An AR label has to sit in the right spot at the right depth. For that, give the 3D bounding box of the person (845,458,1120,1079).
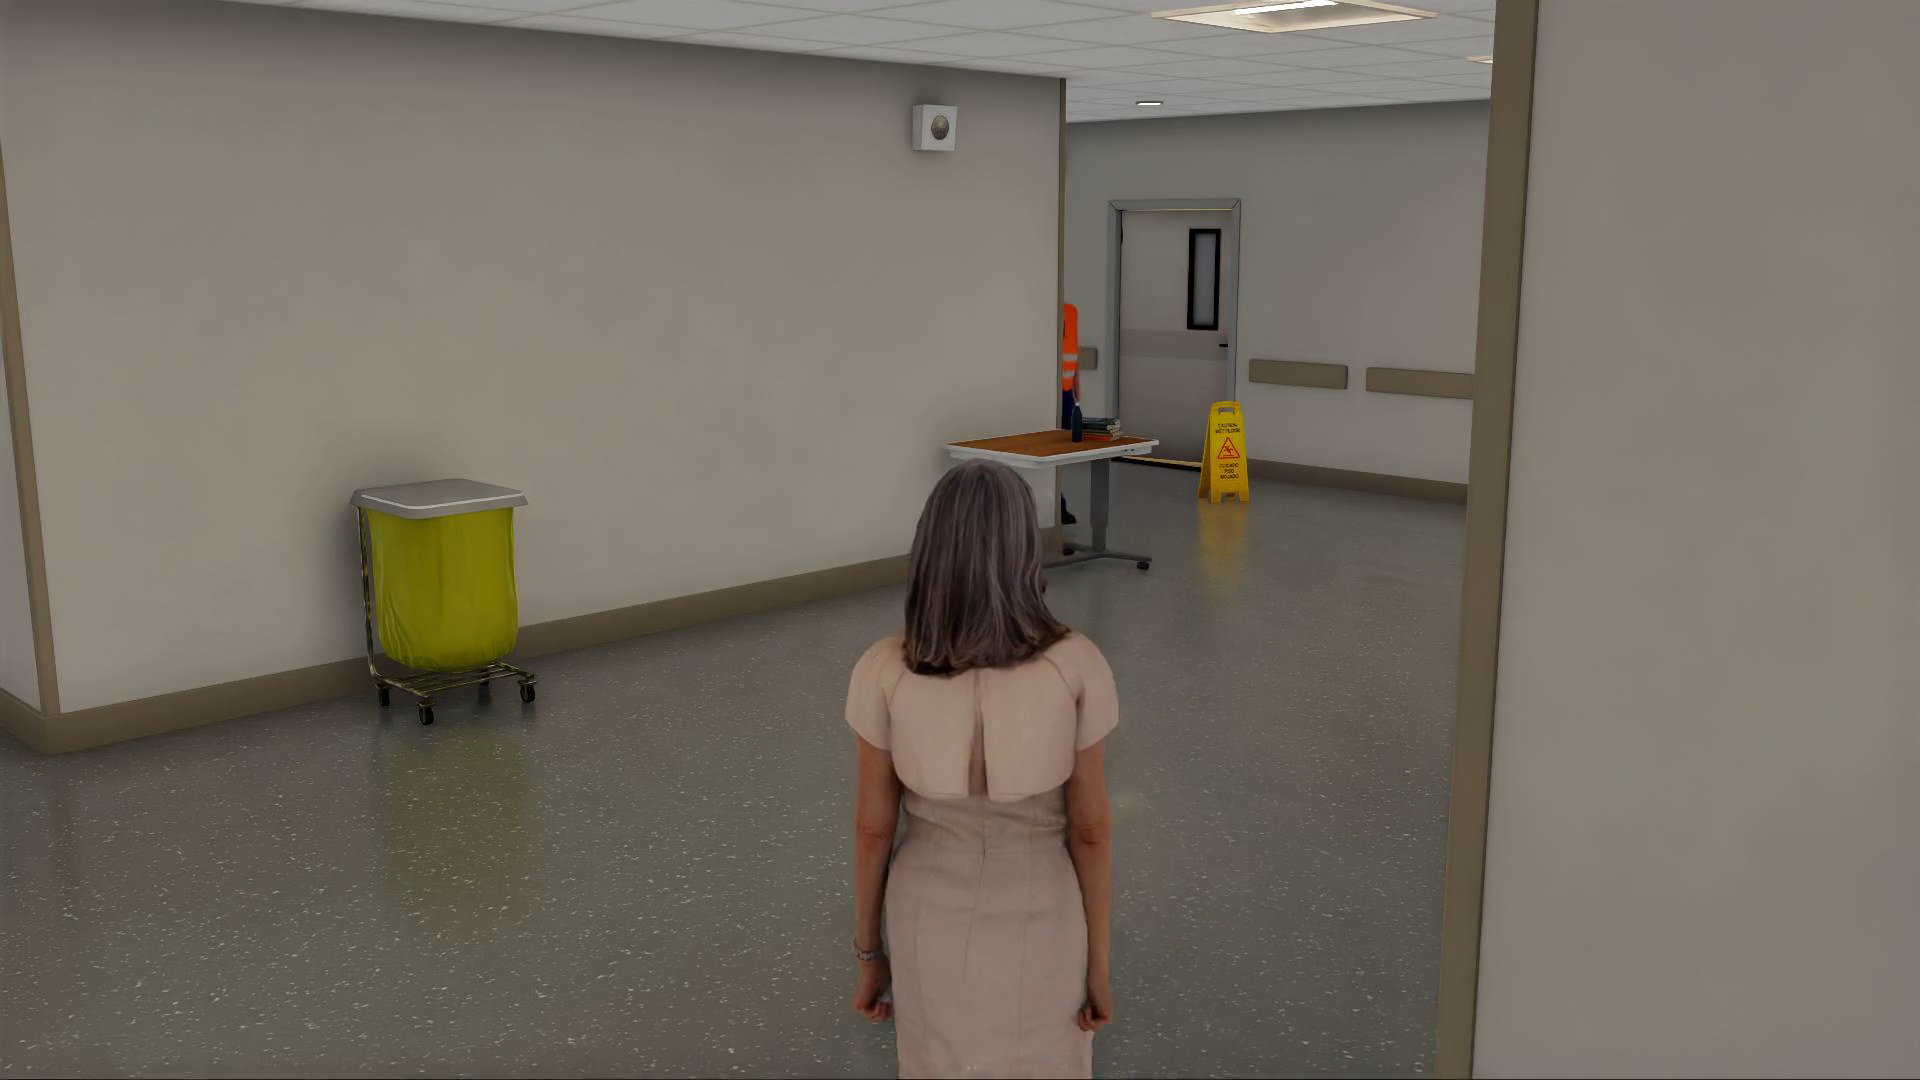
[{"bbox_3d":[0.046,0.749,2.662,0.816,1.721,0.868,1,11,5],"label":"person"}]
